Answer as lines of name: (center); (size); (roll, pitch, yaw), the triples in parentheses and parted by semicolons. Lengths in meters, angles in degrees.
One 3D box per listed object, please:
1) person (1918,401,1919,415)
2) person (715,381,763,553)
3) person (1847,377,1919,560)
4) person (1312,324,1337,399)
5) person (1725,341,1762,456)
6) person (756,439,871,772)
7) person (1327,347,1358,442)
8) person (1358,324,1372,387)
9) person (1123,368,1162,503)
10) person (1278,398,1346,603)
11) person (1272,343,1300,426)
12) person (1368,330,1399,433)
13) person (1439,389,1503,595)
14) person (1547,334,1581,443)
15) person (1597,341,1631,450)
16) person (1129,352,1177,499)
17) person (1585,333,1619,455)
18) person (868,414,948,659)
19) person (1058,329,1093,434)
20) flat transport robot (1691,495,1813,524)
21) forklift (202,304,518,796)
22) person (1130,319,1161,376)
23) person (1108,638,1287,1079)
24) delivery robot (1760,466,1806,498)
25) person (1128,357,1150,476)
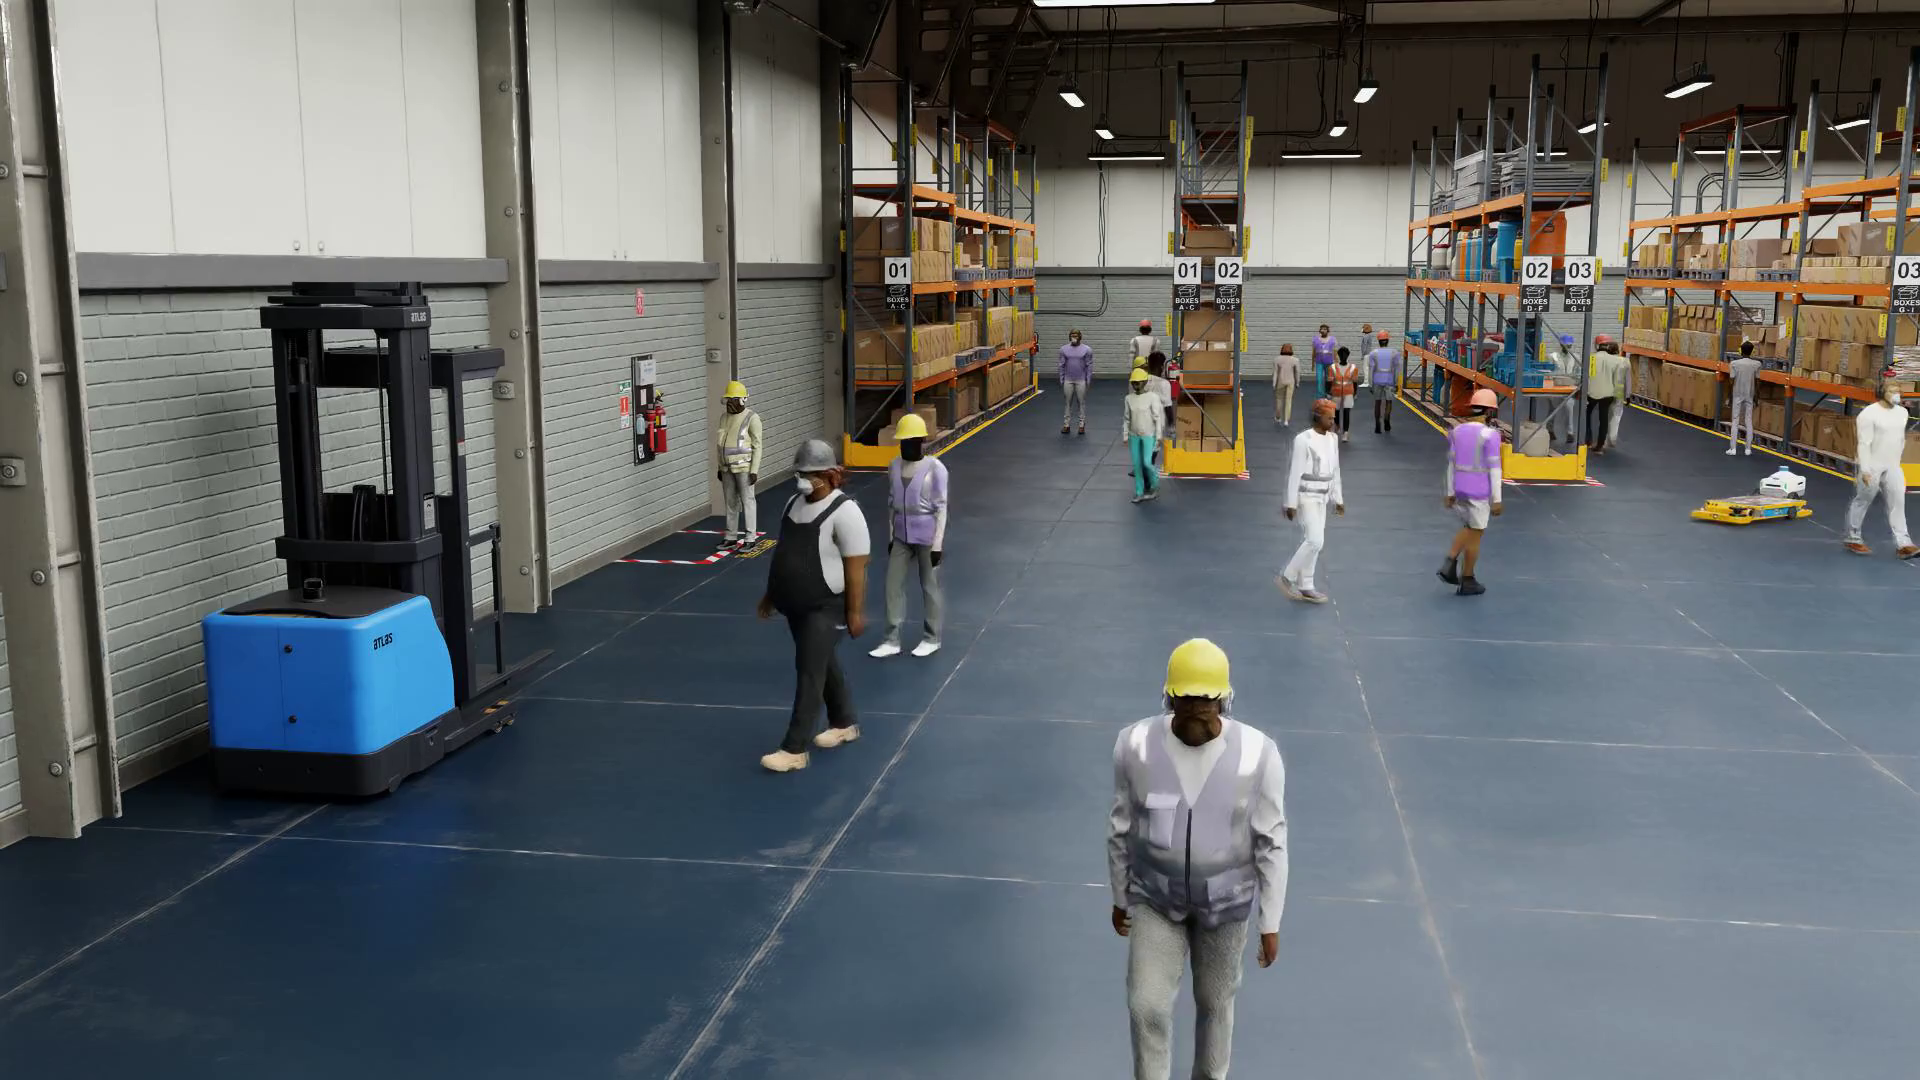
person: (18.679, -3.081, 32.091); (0.611, 1.805, 0.456); (5, 11, 29)
person: (-2.396, -0.786, 17.853); (0.586, 1.833, 0.403); (6, 11, 35)
person: (9.679, -0.736, 17.352); (0.647, 1.888, 0.995); (-2, 9, -14)
person: (8.317, -4.038, 37.969); (0.579, 1.815, 0.859); (3, 10, 16)
person: (12.802, -2.319, 27.196); (0.532, 1.870, 0.315); (2, 9, 12)
person: (-0.933, 0.361, 10.270); (0.883, 2.000, 0.688); (-7, 12, -38)
person: (6.795, -2.605, 29.567); (0.540, 1.681, 0.666); (3, 10, 15)
person: (10.523, -4.787, 43.136); (0.277, 1.635, 0.505); (5, 10, 28)
person: (2.352, -1.349, 21.526); (0.567, 1.754, 0.404); (7, 11, 36)
person: (3.234, -0.358, 15.109); (0.423, 1.866, 0.583); (8, 12, 42)
person: (6.344, -3.030, 32.402); (0.529, 1.589, 0.825); (1, 9, 6)
person: (7.844, -2.931, 30.820); (0.562, 1.918, 0.554); (2, 9, 12)
person: (4.810, -0.447, 15.496); (0.439, 1.919, 0.560); (-5, 10, -26)
person: (10.637, -2.689, 29.402); (0.605, 1.906, 0.985); (1, 9, 6)
person: (11.002, -2.453, 28.159); (0.661, 1.819, 0.667); (4, 10, 22)
person: (2.612, -1.534, 22.145); (0.697, 1.939, 0.610); (-7, 11, -35)
person: (10.502, -2.408, 27.411); (0.619, 1.973, 0.569); (0, 9, -1)
person: (-0.414, -0.007, 12.814); (0.613, 1.901, 0.778); (7, 11, 36)
person: (2.132, -2.947, 30.857); (0.636, 1.939, 0.365); (2, 10, 15)
flat transport robot: (9.685, -0.386, 20.317); (1.431, 0.197, 0.652); (-5, 11, -30)
forklift: (-3.673, -0.038, 10.147); (1.129, 2.768, 1.873); (1, 9, 9)
person: (3.779, -3.493, 33.924); (0.636, 2.034, 0.425); (1, 9, 8)
person: (0.774, 1.225, 5.537); (0.606, 1.805, 0.692); (2, 9, 12)
delivery robot: (10.417, -0.692, 21.046); (0.477, 0.478, 0.707); (9, 13, 44)
person: (2.669, -1.814, 24.439); (0.525, 1.754, 0.334); (-5, 11, -29)
